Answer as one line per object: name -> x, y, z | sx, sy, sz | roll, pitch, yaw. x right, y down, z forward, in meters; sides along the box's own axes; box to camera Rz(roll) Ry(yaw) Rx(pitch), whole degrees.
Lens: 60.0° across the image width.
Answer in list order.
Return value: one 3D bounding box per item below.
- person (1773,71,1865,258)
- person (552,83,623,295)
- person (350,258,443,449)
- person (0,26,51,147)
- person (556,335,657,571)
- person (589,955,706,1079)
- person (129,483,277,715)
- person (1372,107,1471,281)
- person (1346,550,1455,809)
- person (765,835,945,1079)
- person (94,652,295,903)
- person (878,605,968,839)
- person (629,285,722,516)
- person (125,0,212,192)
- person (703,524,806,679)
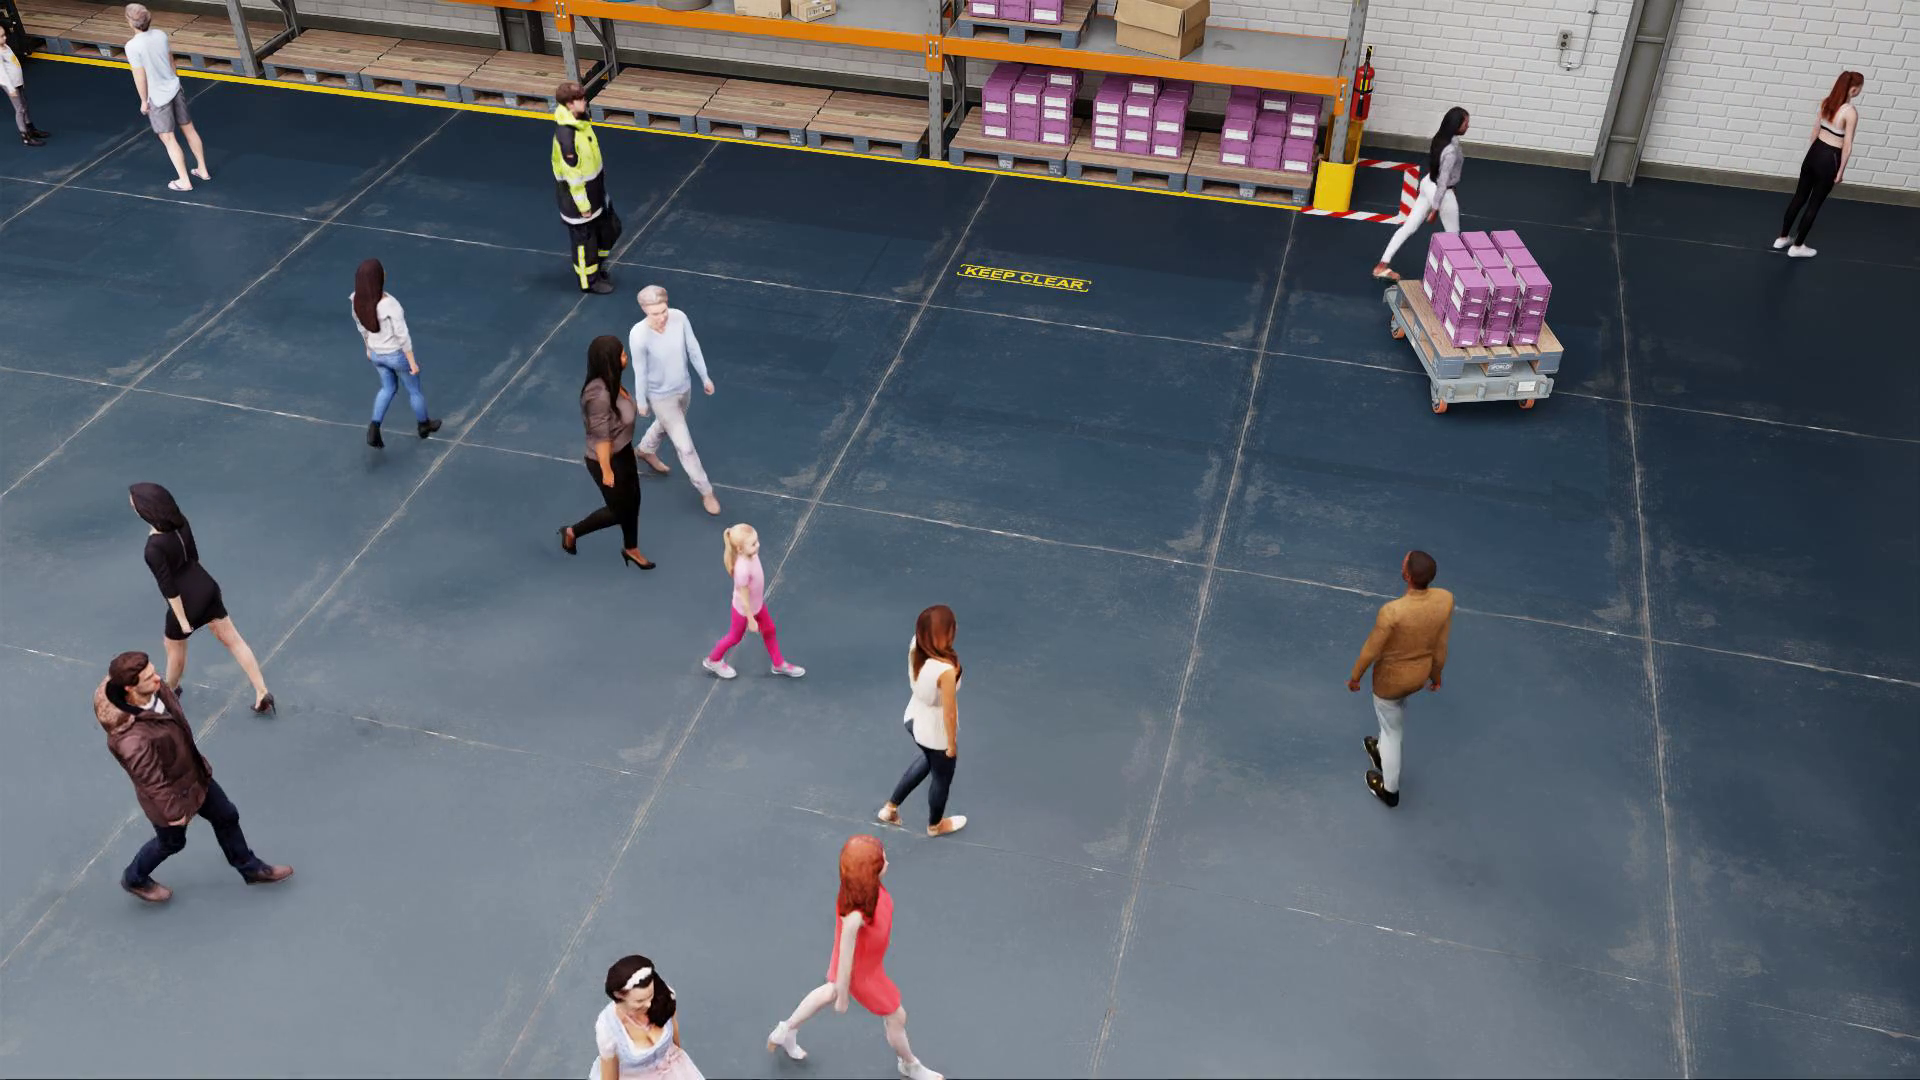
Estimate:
person -> 7.806, -3.413, 15.076 | 0.677, 1.742, 0.661 | -12, 40, -14
person -> -3.358, -3.042, 14.425 | 0.769, 1.975, 0.837 | 3, 39, 3
person -> -4.358, -1.363, 12.613 | 0.882, 1.612, 0.766 | 16, 41, 19
person -> -9.710, -4.669, 17.023 | 0.610, 1.276, 0.576 | -8, 39, -10
person -> -2.482, -0.541, 11.433 | 0.974, 1.802, 0.820 | 6, 39, 7
person -> -1.504, 2.467, 7.694 | 1.060, 1.768, 1.214 | -26, 46, -29
person -> -4.631, 0.429, 10.257 | 1.106, 1.753, 0.664 | 7, 39, 8
person -> 4.091, -2.984, 14.594 | 1.279, 1.674, 0.866 | -2, 39, -2
person -> 2.621, 0.861, 9.683 | 0.878, 1.795, 0.928 | -13, 40, -15
person -> -0.592, 2.092, 8.153 | 1.209, 1.780, 0.781 | 1, 39, 1
person -> -4.390, 1.340, 9.070 | 1.286, 1.812, 1.035 | -3, 39, -4
person -> -0.236, 1.080, 9.425 | 0.901, 1.775, 0.840 | -20, 43, -23
person -> -2.174, -1.088, 12.086 | 1.336, 1.841, 1.102 | 27, 46, 29
person -> -7.703, -4.295, 16.110 | 0.642, 1.832, 0.704 | 18, 42, 22
person -> -1.428, 0.411, 10.684 | 0.910, 1.248, 0.543 | 7, 39, 9
